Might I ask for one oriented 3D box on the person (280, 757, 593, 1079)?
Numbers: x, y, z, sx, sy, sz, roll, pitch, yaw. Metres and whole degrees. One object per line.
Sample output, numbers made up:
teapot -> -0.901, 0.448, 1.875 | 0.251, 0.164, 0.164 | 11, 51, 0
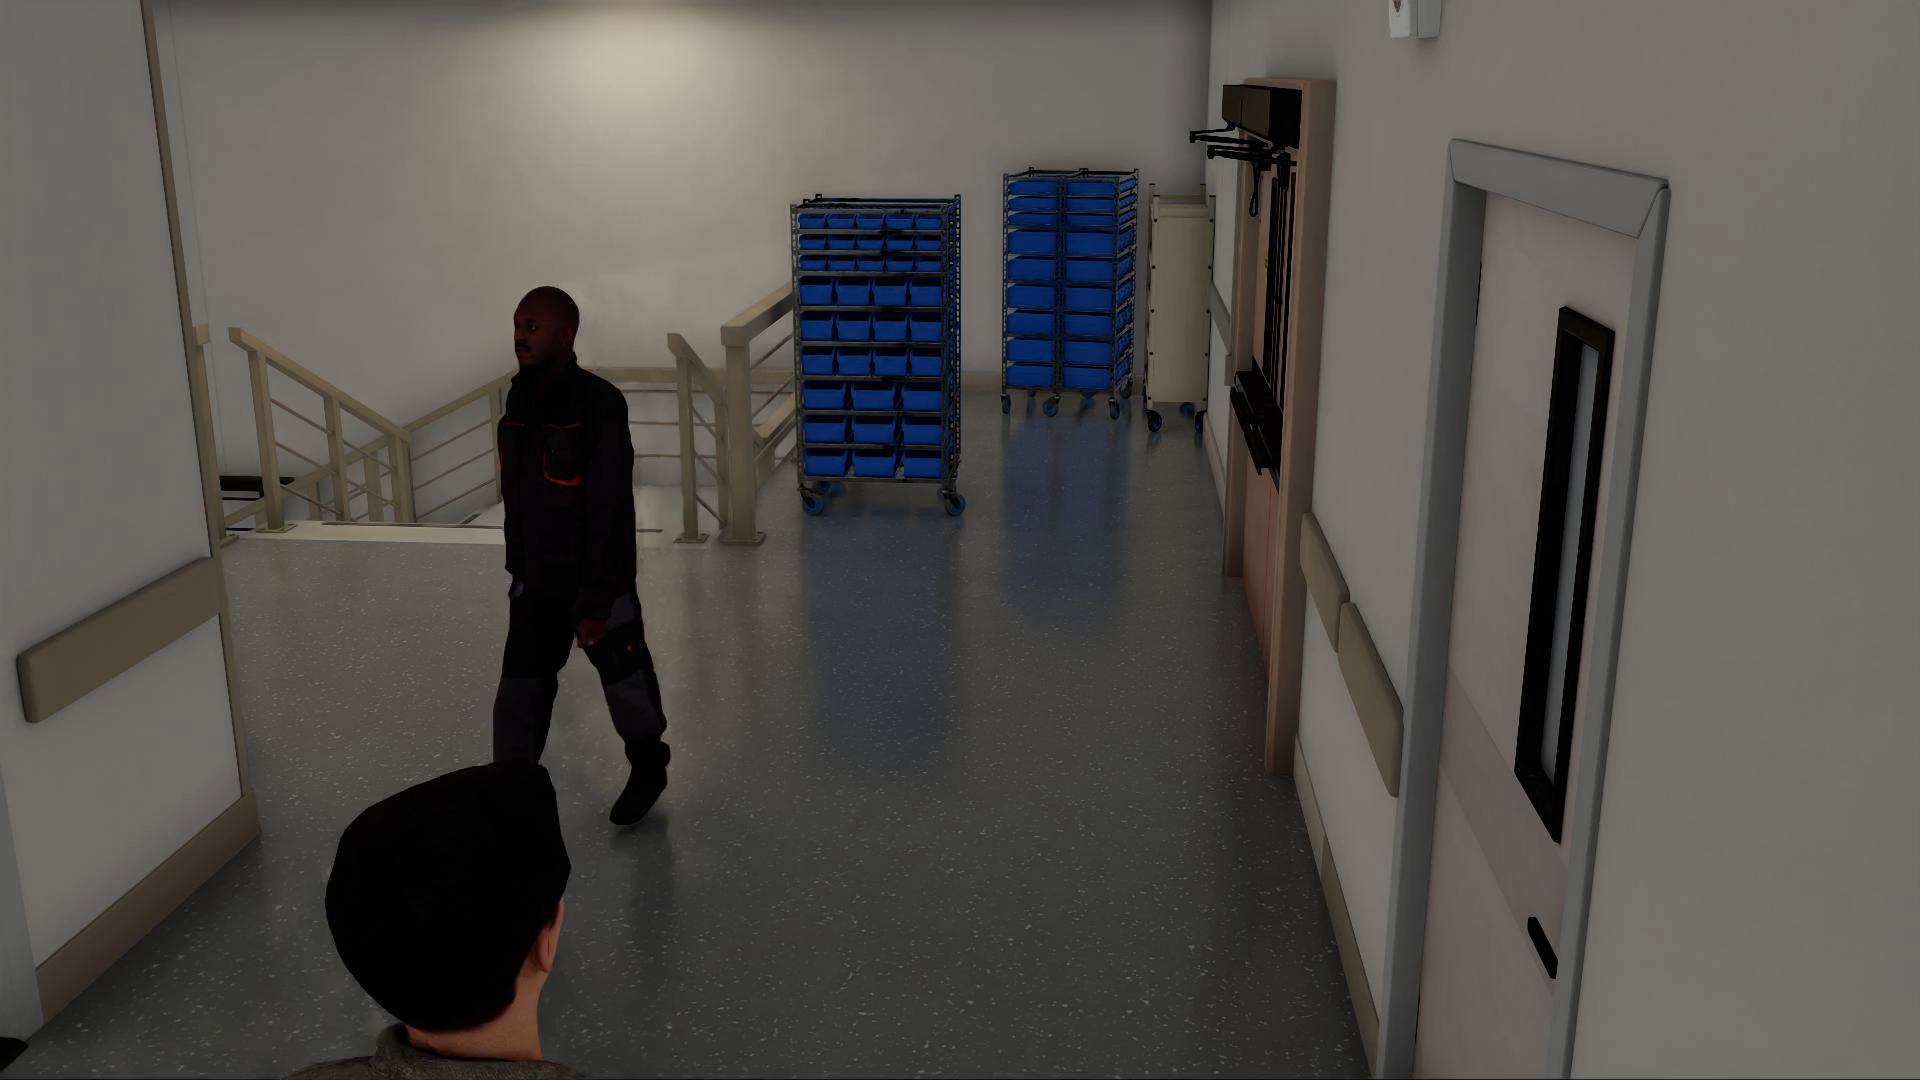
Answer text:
person -> -0.462, 1.124, 1.589 | 0.811, 1.853, 0.872 | 6, 17, 19

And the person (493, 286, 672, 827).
person -> -1.163, 0.098, 5.343 | 1.016, 1.790, 1.281 | 8, 18, 27
